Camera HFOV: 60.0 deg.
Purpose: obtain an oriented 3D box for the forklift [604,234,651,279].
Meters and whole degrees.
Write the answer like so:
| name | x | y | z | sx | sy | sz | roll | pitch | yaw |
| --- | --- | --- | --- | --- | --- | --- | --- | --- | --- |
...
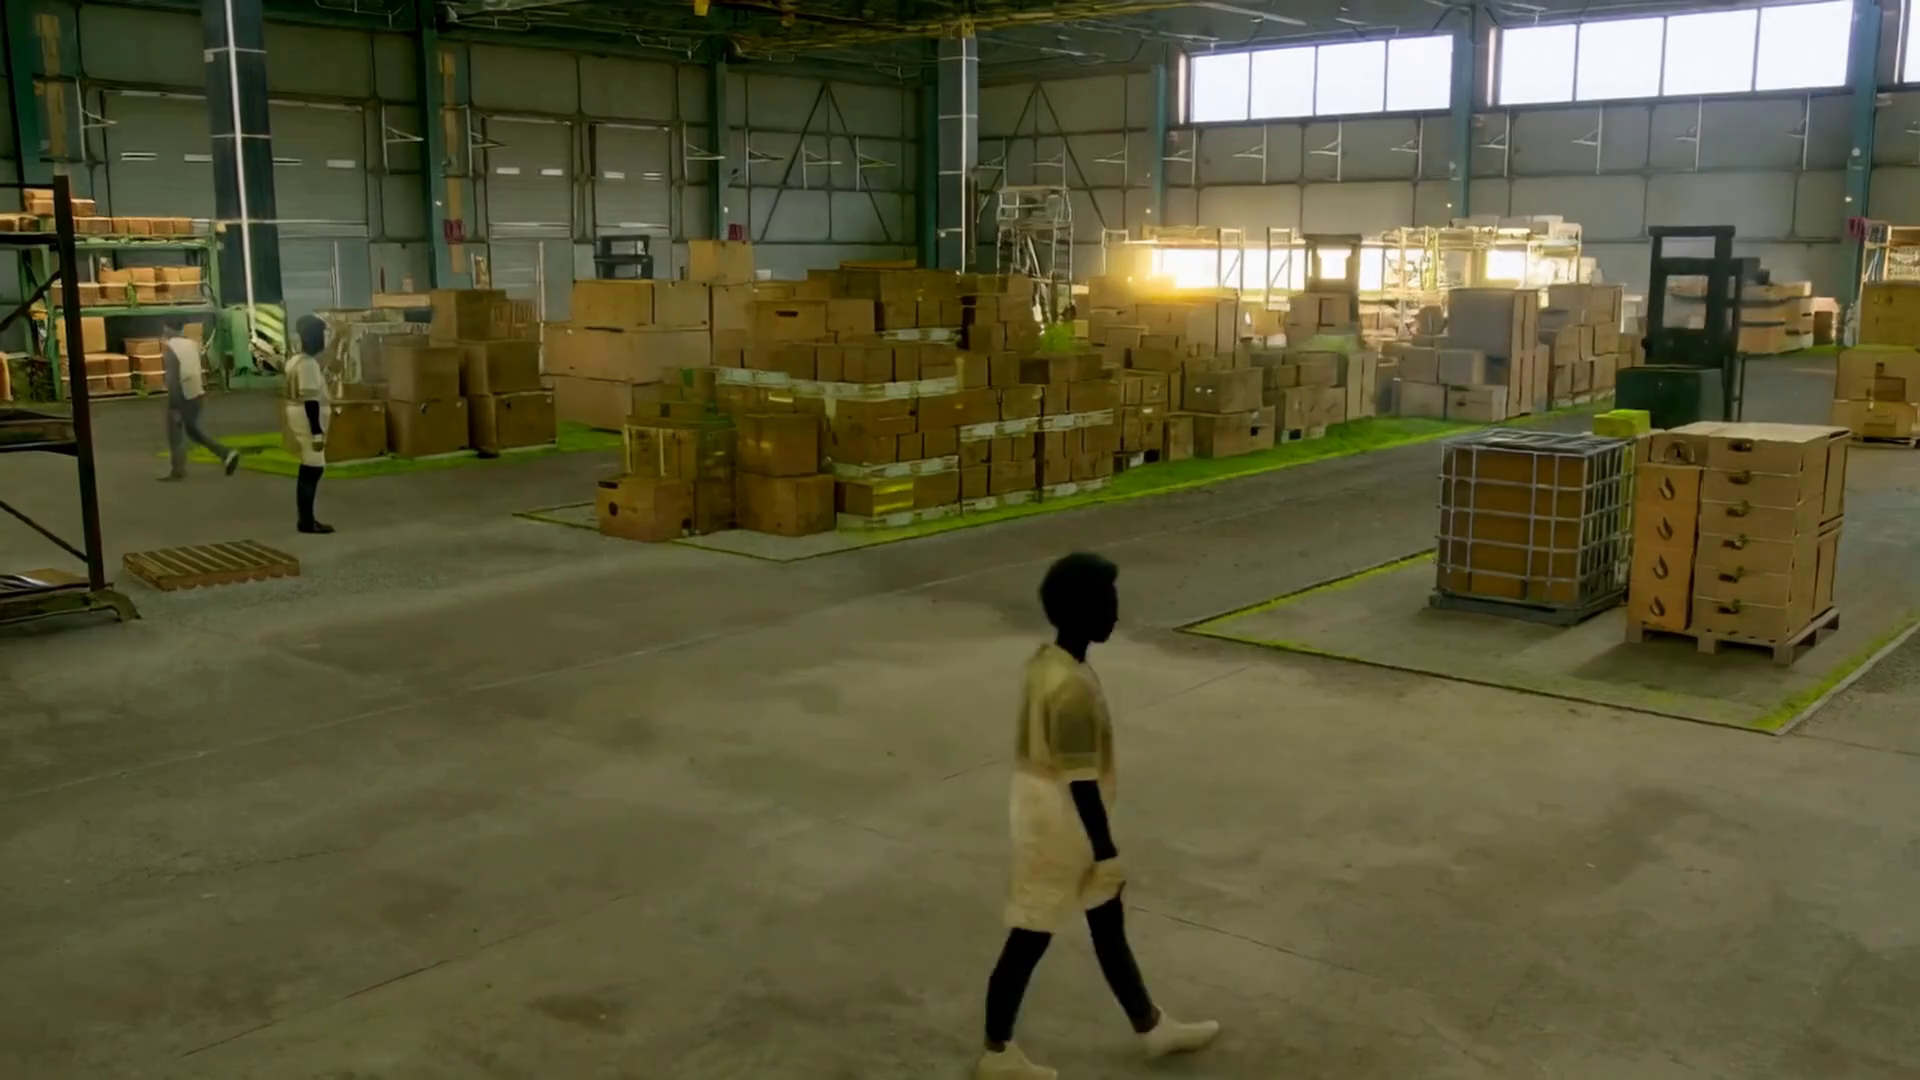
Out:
| name | x | y | z | sx | sy | sz | roll | pitch | yaw |
| --- | --- | --- | --- | --- | --- | --- | --- | --- | --- |
| forklift | -6.969 | -5.043 | 35.102 | 1.129 | 2.768 | 1.873 | 0 | 10 | -1 |

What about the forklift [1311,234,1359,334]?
| name | x | y | z | sx | sy | sz | roll | pitch | yaw |
| --- | --- | --- | --- | --- | --- | --- | --- | --- | --- |
| forklift | 7.626 | -4.865 | 34.093 | 1.129 | 2.768 | 1.873 | 3 | 10 | 16 |

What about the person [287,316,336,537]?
| name | x | y | z | sx | sy | sz | roll | pitch | yaw |
| --- | --- | --- | --- | --- | --- | --- | --- | --- | --- |
| person | -5.755 | -1.002 | 14.752 | 0.376 | 1.955 | 0.607 | -6 | 11 | -30 |

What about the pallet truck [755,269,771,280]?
| name | x | y | z | sx | sy | sz | roll | pitch | yaw |
| --- | --- | --- | --- | --- | --- | --- | --- | --- | --- |
| pallet truck | -4.996 | -6.432 | 45.525 | 1.885 | 1.965 | 0.823 | -6 | 12 | -32 |

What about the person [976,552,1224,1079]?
| name | x | y | z | sx | sy | sz | roll | pitch | yaw |
| --- | --- | --- | --- | --- | --- | --- | --- | --- | --- |
| person | 0.423 | 0.861 | 4.940 | 0.822 | 1.656 | 0.555 | 1 | 10 | 3 |

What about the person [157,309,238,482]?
| name | x | y | z | sx | sy | sz | roll | pitch | yaw |
| --- | --- | --- | --- | --- | --- | --- | --- | --- | --- |
| person | -8.386 | -1.567 | 18.130 | 0.761 | 1.896 | 0.597 | 0 | 10 | 1 |

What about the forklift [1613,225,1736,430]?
| name | x | y | z | sx | sy | sz | roll | pitch | yaw |
| --- | --- | --- | --- | --- | --- | --- | --- | --- | --- |
| forklift | 8.974 | -2.500 | 20.623 | 1.129 | 2.768 | 1.873 | 8 | 13 | 40 |
